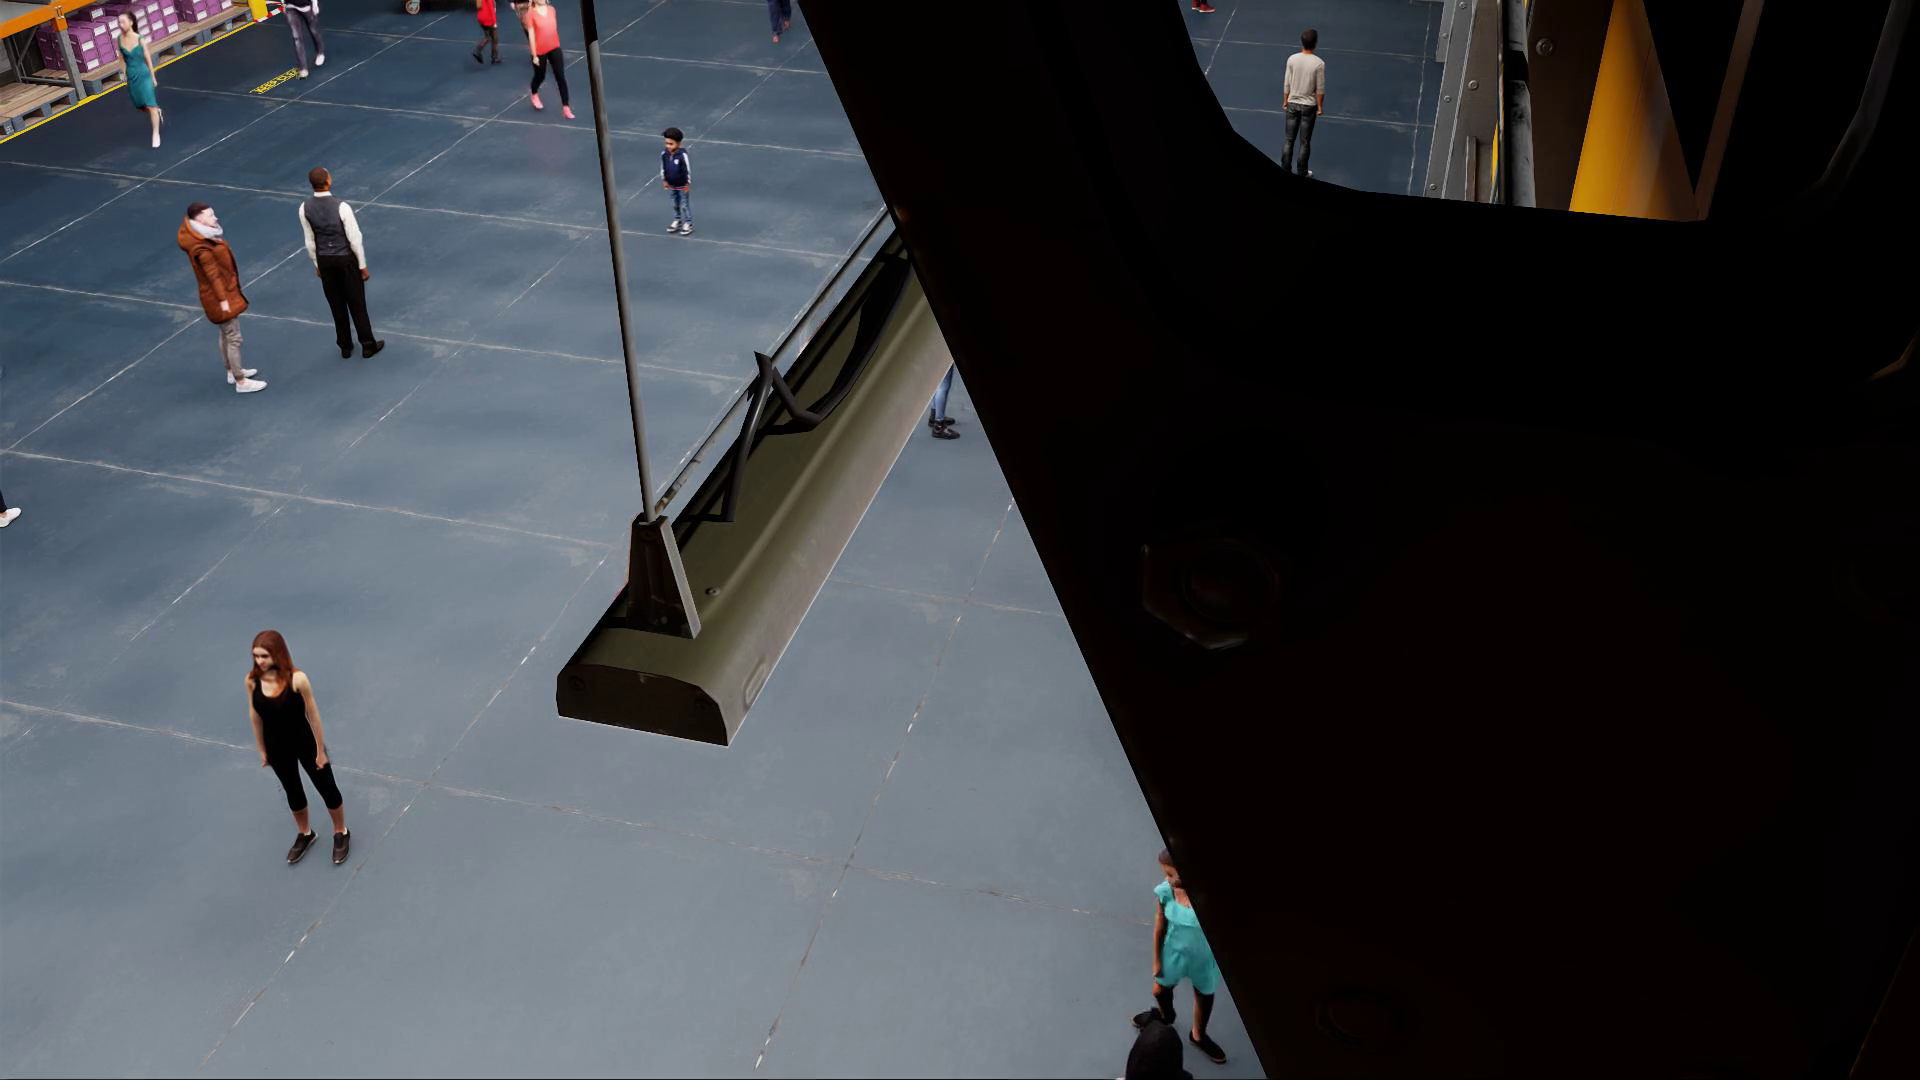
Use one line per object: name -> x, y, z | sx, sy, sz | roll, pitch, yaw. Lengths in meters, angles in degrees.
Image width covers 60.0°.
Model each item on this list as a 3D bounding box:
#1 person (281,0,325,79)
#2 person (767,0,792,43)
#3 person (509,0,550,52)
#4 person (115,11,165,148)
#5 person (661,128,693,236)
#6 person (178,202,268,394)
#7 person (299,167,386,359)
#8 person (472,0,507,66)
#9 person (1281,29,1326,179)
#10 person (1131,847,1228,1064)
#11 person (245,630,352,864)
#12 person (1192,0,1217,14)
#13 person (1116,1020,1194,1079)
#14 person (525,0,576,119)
person -> -9.234, -7.475, 23.396 | 0.973, 1.770, 1.305 | -2, 34, -3
person -> -2.710, -8.428, 24.816 | 0.834, 1.786, 1.188 | 1, 34, 2
person -> -6.093, -7.616, 23.512 | 0.998, 1.877, 1.285 | -5, 34, -7
person -> -10.326, -5.840, 21.020 | 0.686, 1.677, 0.862 | -1, 34, -1
person -> -3.180, -4.056, 18.748 | 0.554, 1.222, 0.537 | 16, 37, 23
person -> -6.902, -2.261, 15.492 | 0.902, 1.837, 0.848 | -19, 38, -26
person -> -5.992, -2.667, 16.029 | 0.741, 1.919, 0.671 | 1, 34, 1
person -> -6.782, -7.386, 23.721 | 0.798, 1.262, 0.702 | -27, 42, -34
person -> 4.106, -5.220, 19.966 | 0.697, 1.812, 0.630 | 17, 37, 24
person -> 1.296, 2.226, 9.011 | 0.715, 1.538, 0.560 | -1, 34, -2
person -> -4.108, 1.264, 10.289 | 0.606, 1.726, 0.573 | 1, 34, 2
person -> 3.829, -9.115, 25.950 | 0.739, 1.674, 0.680 | -18, 38, -25
person -> 0.876, 2.915, 7.765 | 0.668, 1.769, 0.590 | 4, 34, 6
person -> -5.514, -6.427, 21.923 | 1.154, 1.656, 1.092 | -25, 41, -33
